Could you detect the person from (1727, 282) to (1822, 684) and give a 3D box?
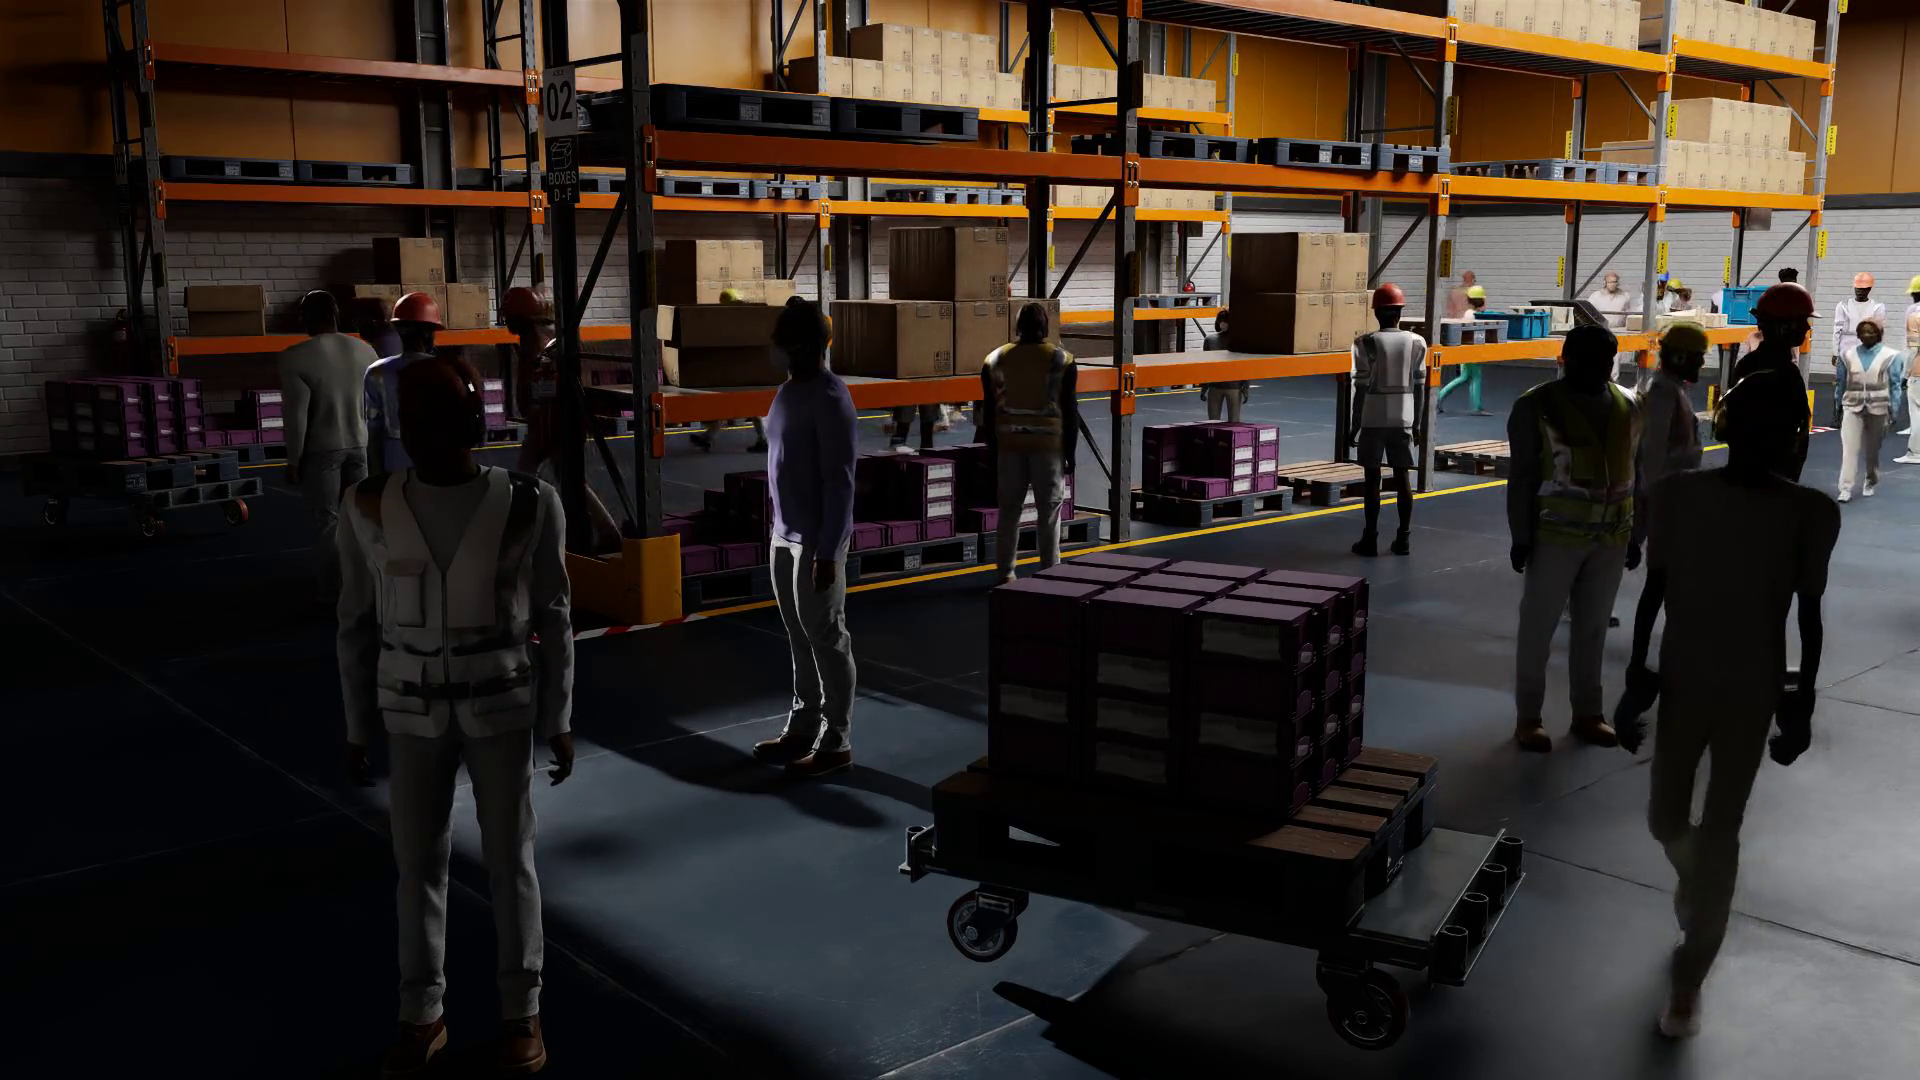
[{"bbox_3d":[4.058,-0.287,8.356,0.377,1.995,0.608,0,10,1],"label":"person"}]

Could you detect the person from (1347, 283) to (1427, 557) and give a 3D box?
[{"bbox_3d":[3.009,-0.845,11.800,0.547,1.934,0.376,-1,10,-6],"label":"person"}]

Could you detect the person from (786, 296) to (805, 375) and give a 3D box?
[{"bbox_3d":[-1.857,-1.887,18.633,0.533,1.687,0.320,8,13,40],"label":"person"}]

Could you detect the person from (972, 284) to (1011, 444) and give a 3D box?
[{"bbox_3d":[0.300,-1.329,14.652,0.373,1.928,0.543,6,12,32],"label":"person"}]

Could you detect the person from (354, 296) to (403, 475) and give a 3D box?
[{"bbox_3d":[-3.707,-0.727,11.338,0.858,1.869,0.669,2,10,10],"label":"person"}]

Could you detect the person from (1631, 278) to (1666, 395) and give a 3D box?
[{"bbox_3d":[8.738,-2.407,21.210,0.830,1.849,0.508,-1,10,-8],"label":"person"}]

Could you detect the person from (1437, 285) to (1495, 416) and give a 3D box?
[{"bbox_3d":[6.741,-2.517,22.155,0.746,1.744,0.527,2,10,14],"label":"person"}]

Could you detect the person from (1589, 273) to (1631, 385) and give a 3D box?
[{"bbox_3d":[10.013,-3.175,25.656,0.664,1.852,0.981,2,10,14],"label":"person"}]

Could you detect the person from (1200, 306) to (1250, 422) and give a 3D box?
[{"bbox_3d":[2.602,-1.472,16.348,0.497,1.634,0.279,5,11,25],"label":"person"}]

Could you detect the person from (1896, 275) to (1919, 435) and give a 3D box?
[{"bbox_3d":[11.451,-2.193,19.795,0.633,1.908,0.447,-4,10,-20],"label":"person"}]

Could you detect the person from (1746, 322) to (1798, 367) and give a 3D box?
[{"bbox_3d":[7.405,-1.353,15.275,0.329,1.765,0.526,-5,11,-27],"label":"person"}]

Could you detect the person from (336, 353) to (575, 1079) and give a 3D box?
[{"bbox_3d":[-1.288,0.464,4.281,0.585,1.883,0.337,-1,10,-7],"label":"person"}]

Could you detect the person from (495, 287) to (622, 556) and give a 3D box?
[{"bbox_3d":[-2.842,-0.800,11.596,0.987,1.928,0.657,-4,10,-22],"label":"person"}]

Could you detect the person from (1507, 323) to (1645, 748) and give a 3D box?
[{"bbox_3d":[2.677,-0.015,7.214,0.634,1.841,0.429,-2,10,-11],"label":"person"}]

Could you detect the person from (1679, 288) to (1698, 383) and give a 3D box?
[{"bbox_3d":[11.955,-3.399,27.716,0.824,1.605,0.531,-1,10,-5],"label":"person"}]

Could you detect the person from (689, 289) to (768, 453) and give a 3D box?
[{"bbox_3d":[-2.461,-1.823,17.997,0.960,1.768,0.596,4,11,23],"label":"person"}]

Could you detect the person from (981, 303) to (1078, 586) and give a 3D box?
[{"bbox_3d":[0.448,-0.582,10.571,0.618,1.836,0.430,3,10,16],"label":"person"}]

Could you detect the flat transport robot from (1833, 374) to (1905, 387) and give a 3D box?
[{"bbox_3d":[14.818,-2.534,26.548,1.431,0.197,0.652,0,10,1],"label":"flat transport robot"}]

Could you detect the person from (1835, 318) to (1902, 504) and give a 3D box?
[{"bbox_3d":[7.905,-1.134,14.499,0.526,1.594,0.888,7,12,35],"label":"person"}]

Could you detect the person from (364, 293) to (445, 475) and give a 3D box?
[{"bbox_3d":[-2.869,-0.347,8.897,0.542,1.930,0.374,1,10,3],"label":"person"}]

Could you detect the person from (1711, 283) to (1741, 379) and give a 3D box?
[{"bbox_3d":[12.187,-3.278,26.292,0.625,1.849,1.061,5,11,27],"label":"person"}]

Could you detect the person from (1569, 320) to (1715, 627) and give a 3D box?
[{"bbox_3d":[3.959,-0.348,9.380,0.972,1.771,0.598,3,10,19],"label":"person"}]

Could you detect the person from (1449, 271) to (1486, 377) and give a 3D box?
[{"bbox_3d":[8.866,-3.776,29.133,0.647,1.877,0.817,8,12,38],"label":"person"}]

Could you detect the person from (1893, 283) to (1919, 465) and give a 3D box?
[{"bbox_3d":[9.851,-1.728,16.988,0.594,1.924,0.382,-3,10,-15],"label":"person"}]

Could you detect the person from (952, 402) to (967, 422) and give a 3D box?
[{"bbox_3d":[0.220,-2.337,21.347,0.708,1.671,0.554,-9,13,-44],"label":"person"}]

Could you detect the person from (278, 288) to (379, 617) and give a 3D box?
[{"bbox_3d":[-3.715,-0.511,9.838,0.372,1.938,0.630,7,12,35],"label":"person"}]

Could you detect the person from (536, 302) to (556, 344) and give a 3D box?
[{"bbox_3d":[-4.500,-1.788,18.225,0.496,1.629,0.277,9,13,41],"label":"person"}]

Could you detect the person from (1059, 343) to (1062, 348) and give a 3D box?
[{"bbox_3d":[0.729,-1.379,15.923,0.903,1.585,0.521,-9,13,-43],"label":"person"}]

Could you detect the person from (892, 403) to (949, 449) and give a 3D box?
[{"bbox_3d":[-0.365,-1.372,14.561,0.611,2.042,0.395,-3,10,-18],"label":"person"}]

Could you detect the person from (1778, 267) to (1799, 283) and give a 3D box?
[{"bbox_3d":[11.670,-2.879,23.611,0.368,1.966,0.603,1,10,8],"label":"person"}]

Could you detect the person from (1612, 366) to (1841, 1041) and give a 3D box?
[{"bbox_3d":[2.154,0.421,4.708,0.538,1.835,0.742,6,11,32],"label":"person"}]

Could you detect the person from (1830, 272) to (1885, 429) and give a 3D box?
[{"bbox_3d":[11.014,-2.317,20.416,0.549,1.933,0.373,4,10,21],"label":"person"}]

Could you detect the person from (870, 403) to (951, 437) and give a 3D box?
[{"bbox_3d":[-0.567,-2.161,19.647,1.032,1.880,0.656,-3,10,-15],"label":"person"}]

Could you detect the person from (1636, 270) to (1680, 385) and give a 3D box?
[{"bbox_3d":[10.137,-2.969,24.193,0.613,1.945,0.406,1,10,9],"label":"person"}]

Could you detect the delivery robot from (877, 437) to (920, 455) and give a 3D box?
[{"bbox_3d":[-0.552,-0.646,14.392,0.477,0.478,0.707,8,13,40],"label":"delivery robot"}]

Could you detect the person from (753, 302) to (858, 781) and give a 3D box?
[{"bbox_3d":[-0.627,0.004,6.817,0.372,1.940,0.631,-5,11,-27],"label":"person"}]

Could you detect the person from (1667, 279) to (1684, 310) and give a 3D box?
[{"bbox_3d":[11.326,-3.264,26.460,0.320,1.766,0.535,-1,10,-9],"label":"person"}]
